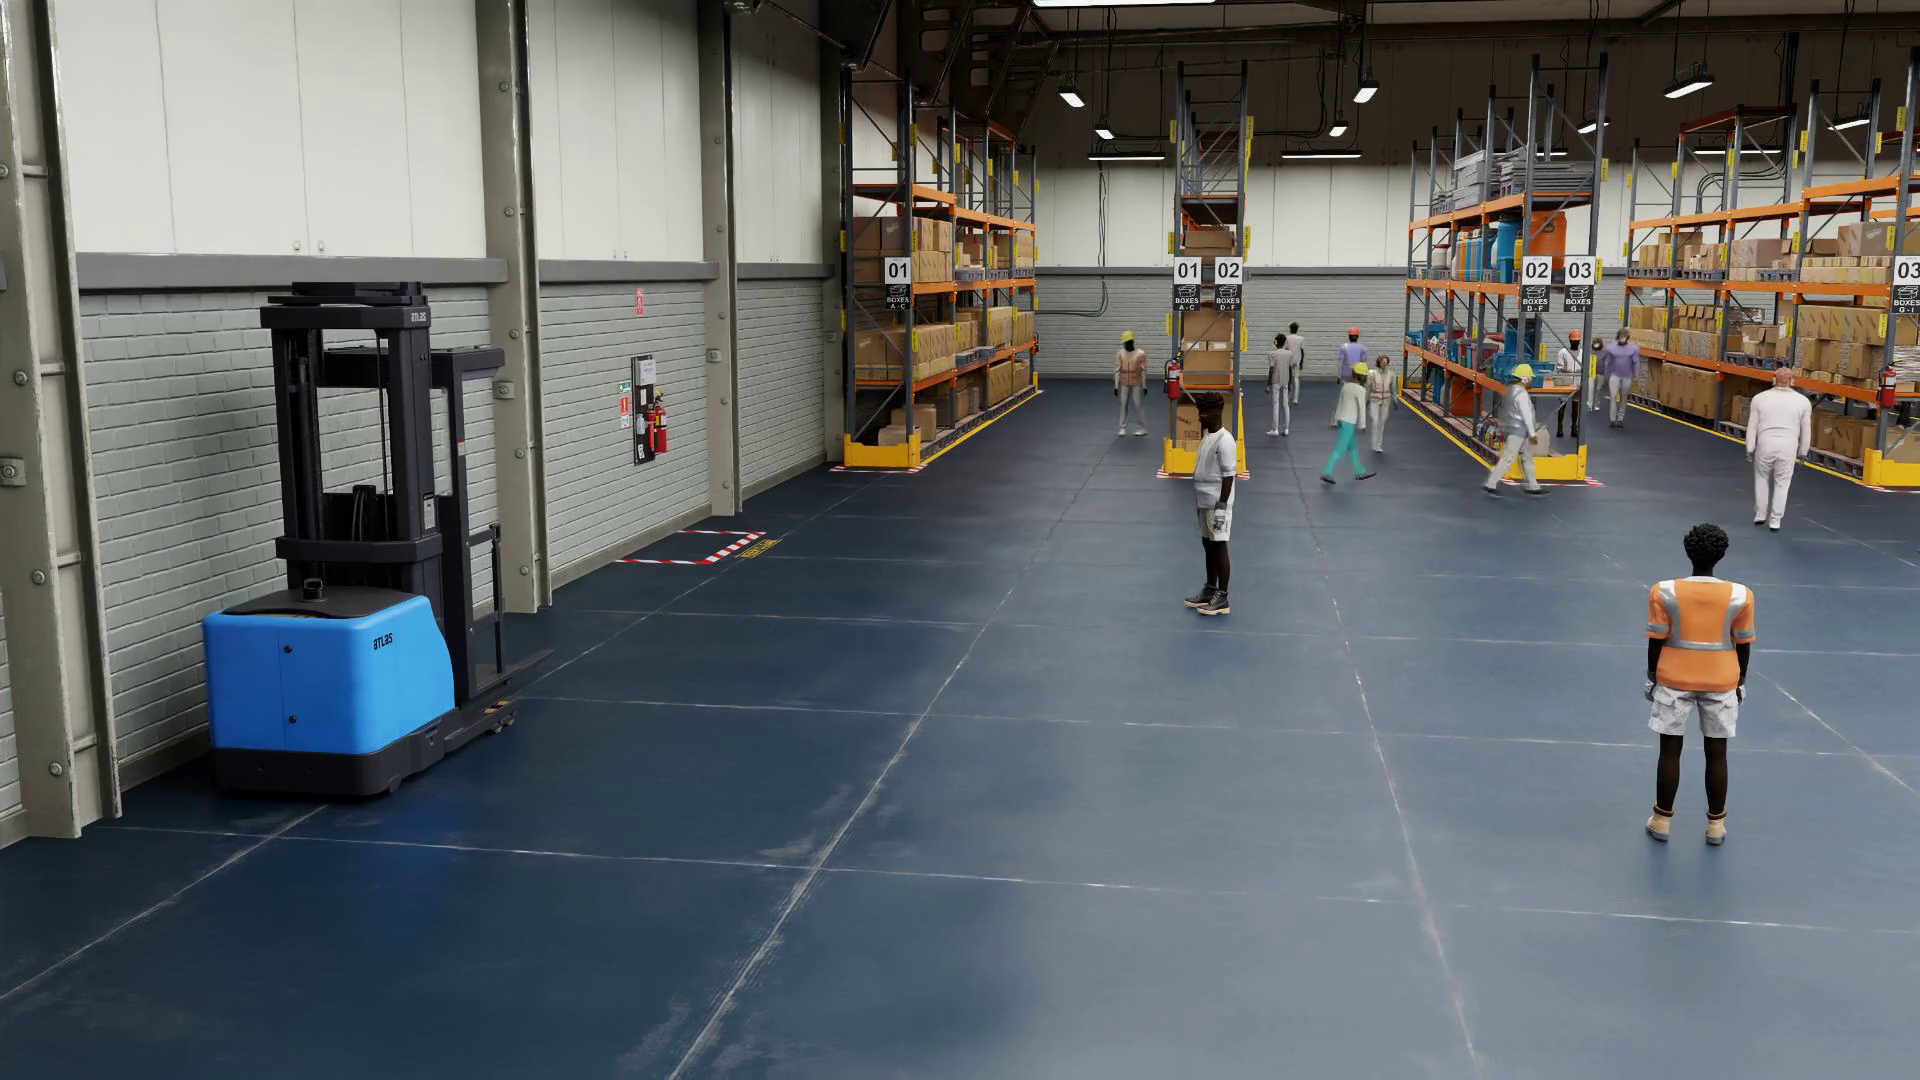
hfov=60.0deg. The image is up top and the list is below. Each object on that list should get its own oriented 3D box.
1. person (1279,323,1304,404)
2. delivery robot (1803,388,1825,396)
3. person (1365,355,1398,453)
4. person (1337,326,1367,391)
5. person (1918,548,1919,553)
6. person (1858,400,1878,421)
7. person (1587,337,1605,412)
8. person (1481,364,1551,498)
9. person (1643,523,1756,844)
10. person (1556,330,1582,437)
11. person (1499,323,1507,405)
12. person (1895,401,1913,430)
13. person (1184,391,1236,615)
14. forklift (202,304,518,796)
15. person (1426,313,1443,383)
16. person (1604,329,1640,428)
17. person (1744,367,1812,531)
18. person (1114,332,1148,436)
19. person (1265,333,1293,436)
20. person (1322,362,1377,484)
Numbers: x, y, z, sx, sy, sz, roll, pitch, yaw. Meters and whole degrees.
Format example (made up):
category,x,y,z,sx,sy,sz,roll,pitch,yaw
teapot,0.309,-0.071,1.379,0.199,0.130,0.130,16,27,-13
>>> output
category,x,y,z,sx,sy,sz,roll,pitch,yaw
person,7.589,-4.043,37.986,0.539,1.815,0.962,-1,9,-3
delivery robot,19.963,-3.557,38.715,0.707,0.478,0.477,-6,11,-32
person,6.977,-2.237,27.440,0.546,1.610,0.698,-1,9,-7
person,7.737,-3.255,32.799,0.570,1.926,0.549,0,9,-2
person,10.709,-0.772,17.569,0.852,1.906,0.617,-3,10,-20
person,15.961,-2.501,28.902,0.551,1.665,0.732,-2,10,-14
person,13.666,-3.565,35.729,0.503,1.593,0.833,3,10,20
person,7.382,-1.442,22.045,0.908,1.792,0.591,2,9,11
person,3.882,0.754,8.772,0.536,1.696,0.318,3,10,16
person,11.129,-2.848,30.242,0.543,1.939,0.362,1,9,7
person,12.306,-3.939,37.224,0.649,1.869,0.981,-1,9,-5
person,17.732,-2.943,31.067,0.608,1.871,0.992,1,9,9
person,2.228,-0.334,14.678,0.372,1.959,0.603,-2,9,-10
forklift,-3.673,-0.038,10.147,1.129,2.768,1.873,1,9,9
person,11.626,-4.578,40.848,0.656,1.947,0.999,-8,12,-42
person,12.665,-3.086,31.851,0.650,1.884,0.999,3,10,20
person,9.561,-1.074,19.452,0.680,1.881,0.754,4,10,25
person,3.103,-2.848,30.489,0.600,1.886,0.527,5,10,28
person,5.855,-2.851,30.503,0.519,1.862,0.326,-3,10,-18
person,5.519,-1.658,23.609,0.934,1.713,0.559,-2,10,-15
